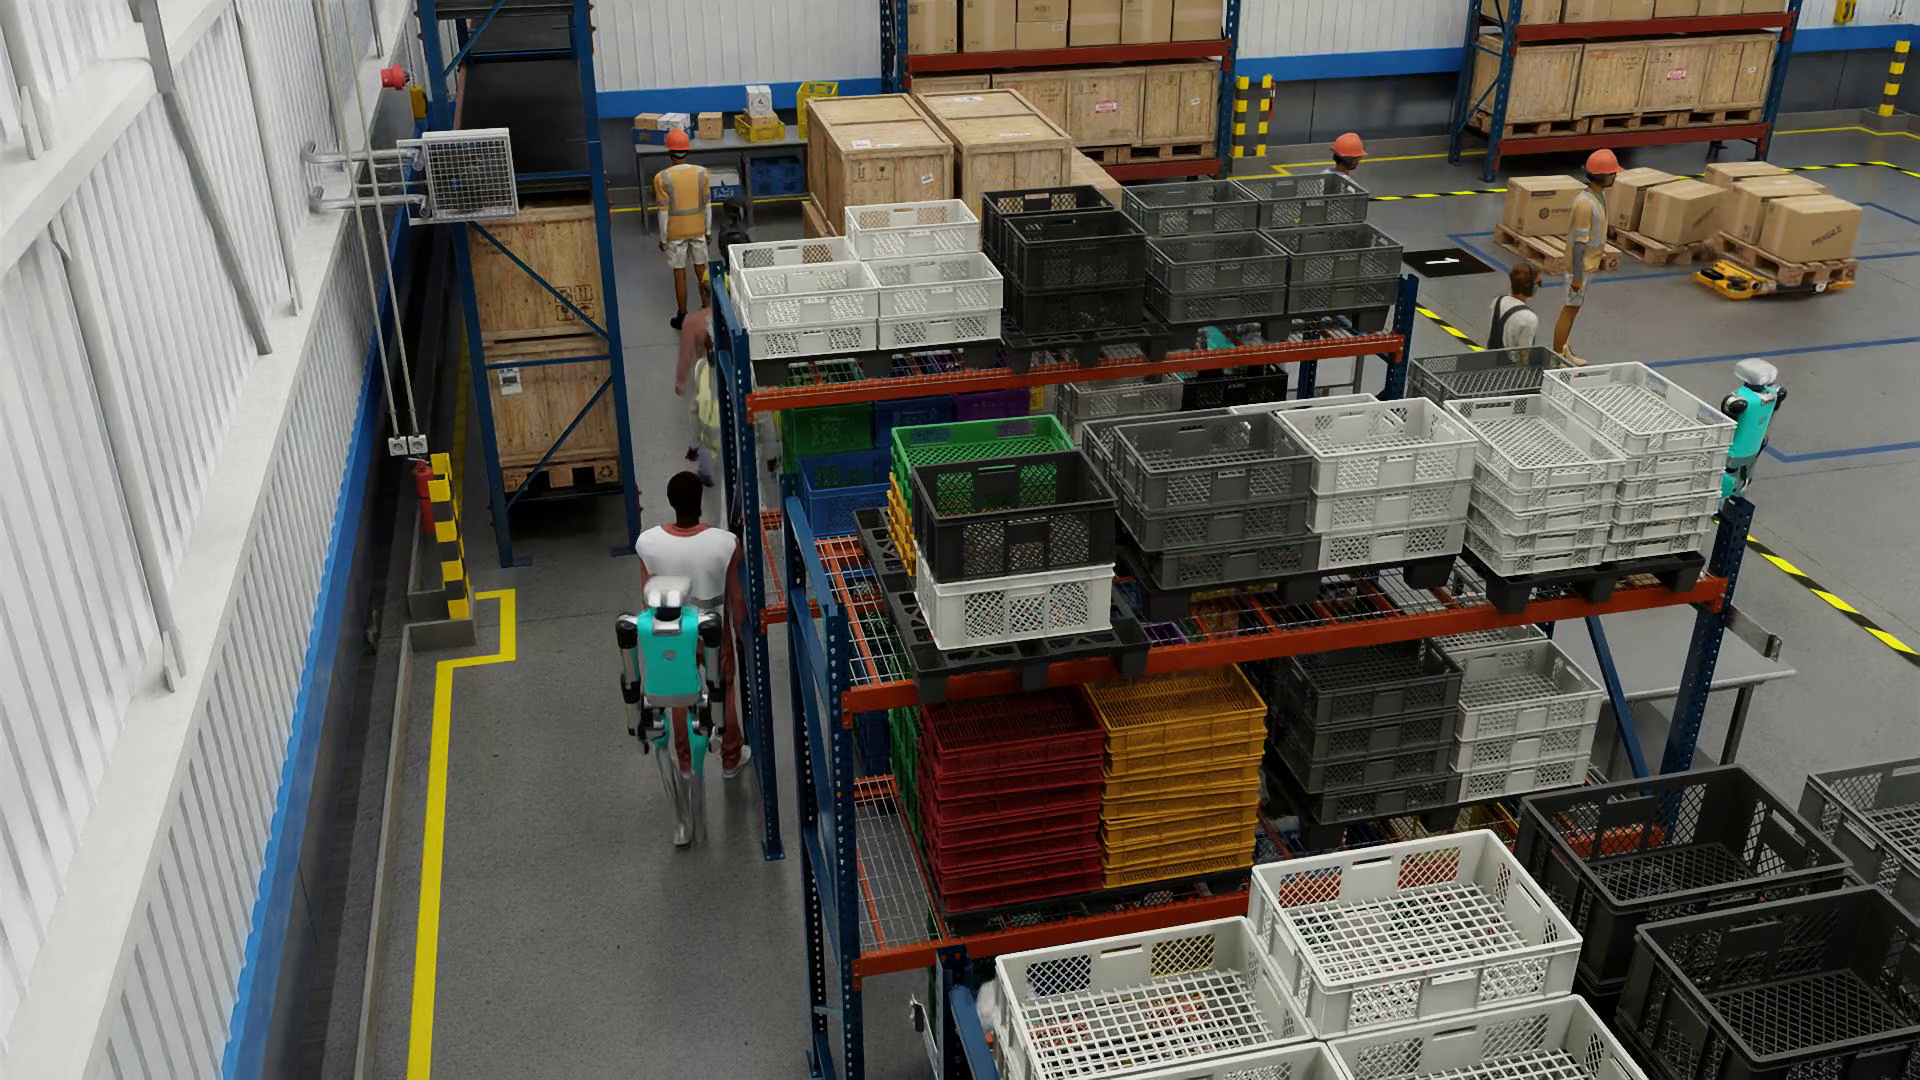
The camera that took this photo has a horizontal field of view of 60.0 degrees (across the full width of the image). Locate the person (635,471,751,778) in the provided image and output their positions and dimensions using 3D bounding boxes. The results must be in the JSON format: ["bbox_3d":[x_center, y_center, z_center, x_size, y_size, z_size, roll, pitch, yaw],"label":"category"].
[{"bbox_3d":[-1.471,0.499,9.328,0.590,1.922,0.393,1,28,2],"label":"person"}]

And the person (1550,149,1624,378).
[{"bbox_3d":[5.559,-2.458,14.804,0.362,2.048,0.609,14,31,25],"label":"person"}]

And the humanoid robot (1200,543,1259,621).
[{"bbox_3d":[1.843,-0.127,10.820,0.683,1.612,0.606,8,29,15],"label":"humanoid robot"}]

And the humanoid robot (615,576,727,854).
[{"bbox_3d":[-1.474,0.926,8.813,0.539,1.871,0.737,-2,28,-4],"label":"humanoid robot"}]

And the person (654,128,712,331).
[{"bbox_3d":[-2.626,-2.948,15.852,0.548,1.937,0.355,-15,31,-26],"label":"person"}]

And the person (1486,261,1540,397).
[{"bbox_3d":[4.173,-1.233,12.707,0.348,1.841,0.501,-9,29,-16],"label":"person"}]

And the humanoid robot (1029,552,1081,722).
[{"bbox_3d":[0.319,0.842,8.906,0.895,1.780,0.557,2,28,4],"label":"humanoid robot"}]

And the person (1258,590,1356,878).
[{"bbox_3d":[1.732,1.046,8.390,0.754,1.834,0.569,7,29,13],"label":"person"}]

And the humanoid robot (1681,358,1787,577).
[{"bbox_3d":[5.022,-0.483,11.250,0.533,1.671,0.735,-15,31,-27],"label":"humanoid robot"}]

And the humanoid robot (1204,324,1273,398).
[{"bbox_3d":[2.177,-1.114,12.562,0.922,1.716,0.554,-9,29,-17],"label":"humanoid robot"}]

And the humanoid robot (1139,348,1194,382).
[{"bbox_3d":[1.697,-1.409,13.224,0.689,1.869,0.542,-4,28,-7],"label":"humanoid robot"}]

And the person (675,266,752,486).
[{"bbox_3d":[-1.883,-1.238,12.824,0.616,1.737,0.451,-13,31,-24],"label":"person"}]

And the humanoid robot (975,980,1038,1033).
[{"bbox_3d":[-0.083,2.349,6.079,1.034,1.775,0.549,1,28,2],"label":"humanoid robot"}]

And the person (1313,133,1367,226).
[{"bbox_3d":[3.461,-2.731,15.328,0.395,2.043,0.607,-9,29,-17],"label":"person"}]

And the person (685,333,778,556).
[{"bbox_3d":[-1.666,-0.605,11.542,0.655,1.800,0.935,21,34,34],"label":"person"}]

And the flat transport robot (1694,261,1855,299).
[{"bbox_3d":[8.446,-2.750,17.234,1.431,0.197,0.652,-6,28,-12],"label":"flat transport robot"}]

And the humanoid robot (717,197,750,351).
[{"bbox_3d":[-2.075,-2.210,14.735,0.470,1.648,0.620,-6,28,-11],"label":"humanoid robot"}]
